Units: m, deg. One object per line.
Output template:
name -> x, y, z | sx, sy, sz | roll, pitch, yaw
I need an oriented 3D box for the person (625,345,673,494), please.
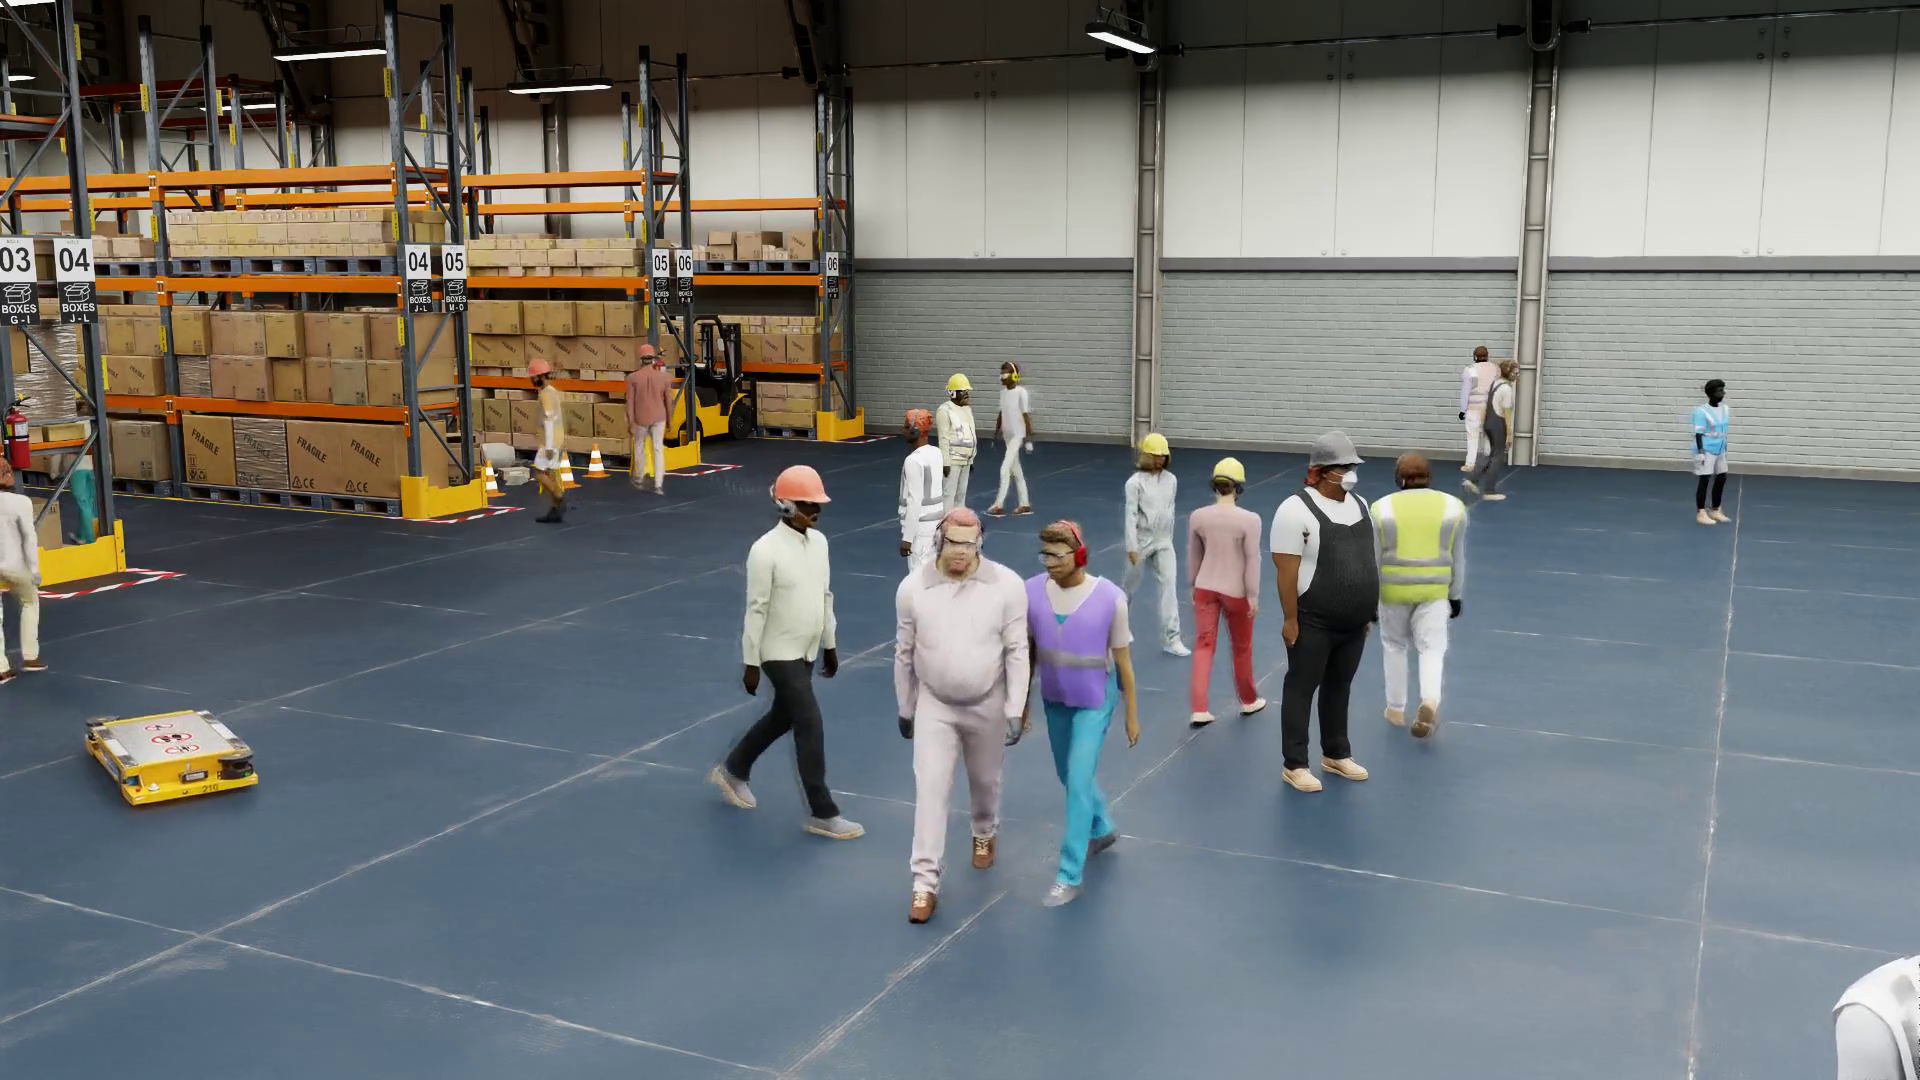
person -> -4.126, -1.605, 22.040 | 0.638, 1.942, 0.971 | -3, 10, -19

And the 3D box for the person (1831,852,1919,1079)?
person -> 1.969, 1.473, 3.368 | 0.576, 1.882, 0.362 | -5, 10, -26

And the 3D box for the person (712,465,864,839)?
person -> -0.948, 0.556, 8.796 | 1.001, 1.951, 0.617 | 5, 10, 27

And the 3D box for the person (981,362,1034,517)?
person -> 0.518, -1.182, 19.762 | 0.873, 1.837, 0.561 | -5, 11, -30

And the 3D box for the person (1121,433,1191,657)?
person -> 1.465, 0.008, 12.919 | 0.502, 1.697, 0.909 | -5, 10, -27

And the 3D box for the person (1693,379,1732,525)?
person -> 8.683, -1.018, 19.224 | 0.563, 1.688, 0.364 | -5, 10, -26

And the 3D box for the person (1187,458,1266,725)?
person -> 1.734, 0.327, 10.834 | 0.546, 1.729, 0.748 | 6, 11, 33

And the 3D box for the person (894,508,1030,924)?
person -> 0.005, 0.755, 7.846 | 0.645, 1.858, 0.986 | 1, 9, 3

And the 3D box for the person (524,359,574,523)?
person -> -4.787, -1.134, 19.239 | 0.439, 1.919, 0.560 | -1, 9, -7

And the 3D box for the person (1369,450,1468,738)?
person -> 2.867, 0.344, 10.493 | 0.636, 1.817, 0.795 | 1, 9, 8

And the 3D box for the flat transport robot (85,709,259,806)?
flat transport robot -> -4.643, 1.236, 9.748 | 0.652, 0.197, 1.431 | -7, 11, -36

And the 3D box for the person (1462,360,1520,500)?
person -> 6.789, -1.386, 21.127 | 0.516, 1.812, 0.559 | -1, 9, -4

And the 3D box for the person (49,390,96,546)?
person -> -9.204, -0.720, 17.316 | 0.894, 1.722, 0.541 | 6, 11, 31

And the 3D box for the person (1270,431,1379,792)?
person -> 2.122, 0.399, 9.468 | 0.687, 2.000, 0.538 | -6, 11, -33

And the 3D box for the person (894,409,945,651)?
person -> -0.309, -0.070, 12.830 | 0.356, 1.883, 0.573 | 3, 10, 19

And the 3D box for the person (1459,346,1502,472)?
person -> 7.552, -1.899, 24.190 | 0.621, 1.837, 0.429 | -1, 9, -9

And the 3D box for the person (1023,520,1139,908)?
person -> 0.583, 0.775, 7.973 | 0.616, 1.804, 0.845 | 6, 11, 34

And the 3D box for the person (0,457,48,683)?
person -> -6.858, 0.195, 11.986 | 0.531, 1.610, 0.586 | -1, 9, -7

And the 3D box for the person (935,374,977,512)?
person -> -0.021, -0.867, 17.857 | 0.403, 1.835, 0.586 | 5, 11, 29
